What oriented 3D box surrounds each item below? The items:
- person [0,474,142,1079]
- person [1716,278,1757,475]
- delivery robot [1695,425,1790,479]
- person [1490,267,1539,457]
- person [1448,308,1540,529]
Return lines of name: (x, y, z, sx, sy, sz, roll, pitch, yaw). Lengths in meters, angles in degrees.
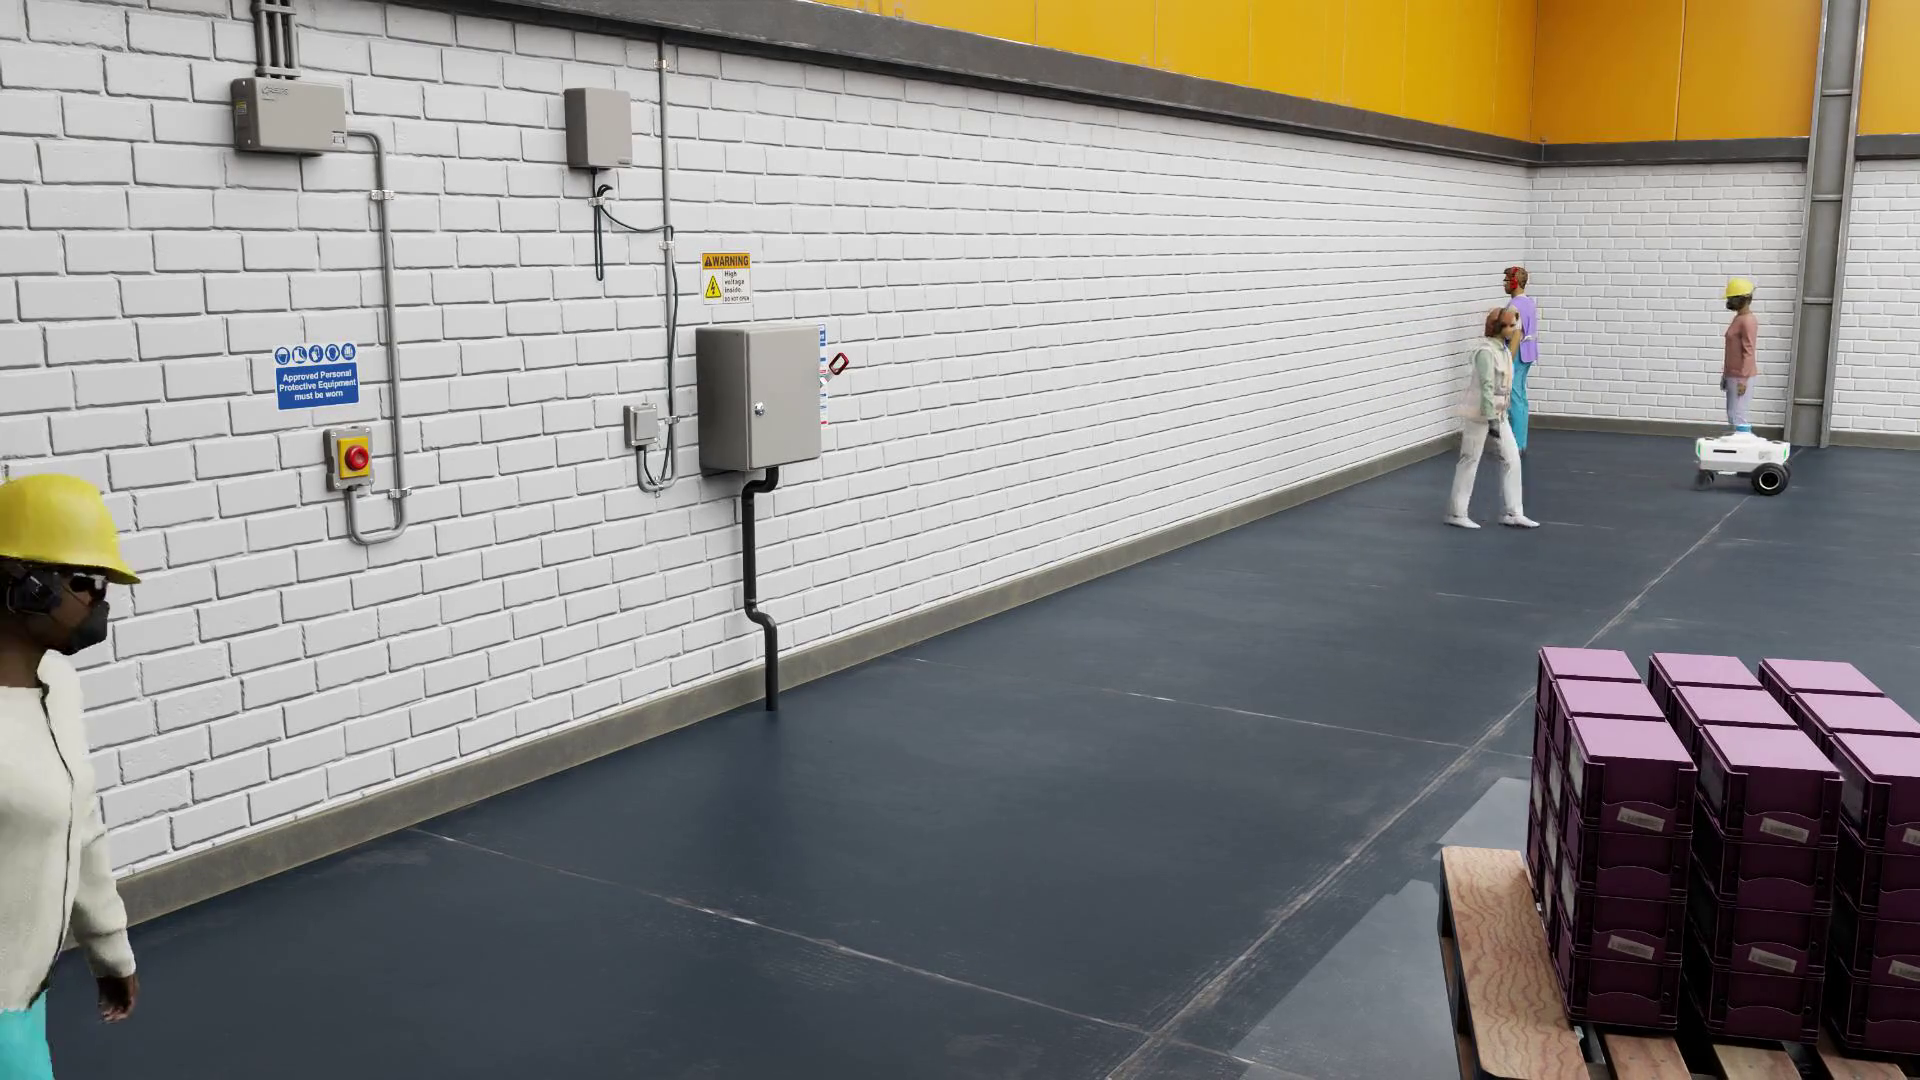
person: (-1.589, 0.761, 2.711, 0.590, 1.725, 0.540, -2, 11, -13)
person: (6.966, -1.464, 14.964, 0.350, 1.760, 0.575, 2, 11, 13)
delivery robot: (6.555, -0.725, 13.941, 0.707, 0.478, 0.477, 5, 12, 28)
person: (5.411, -1.723, 16.154, 0.373, 1.843, 0.572, 6, 12, 31)
person: (3.894, -0.853, 11.998, 0.722, 1.612, 0.537, 9, 13, 40)
